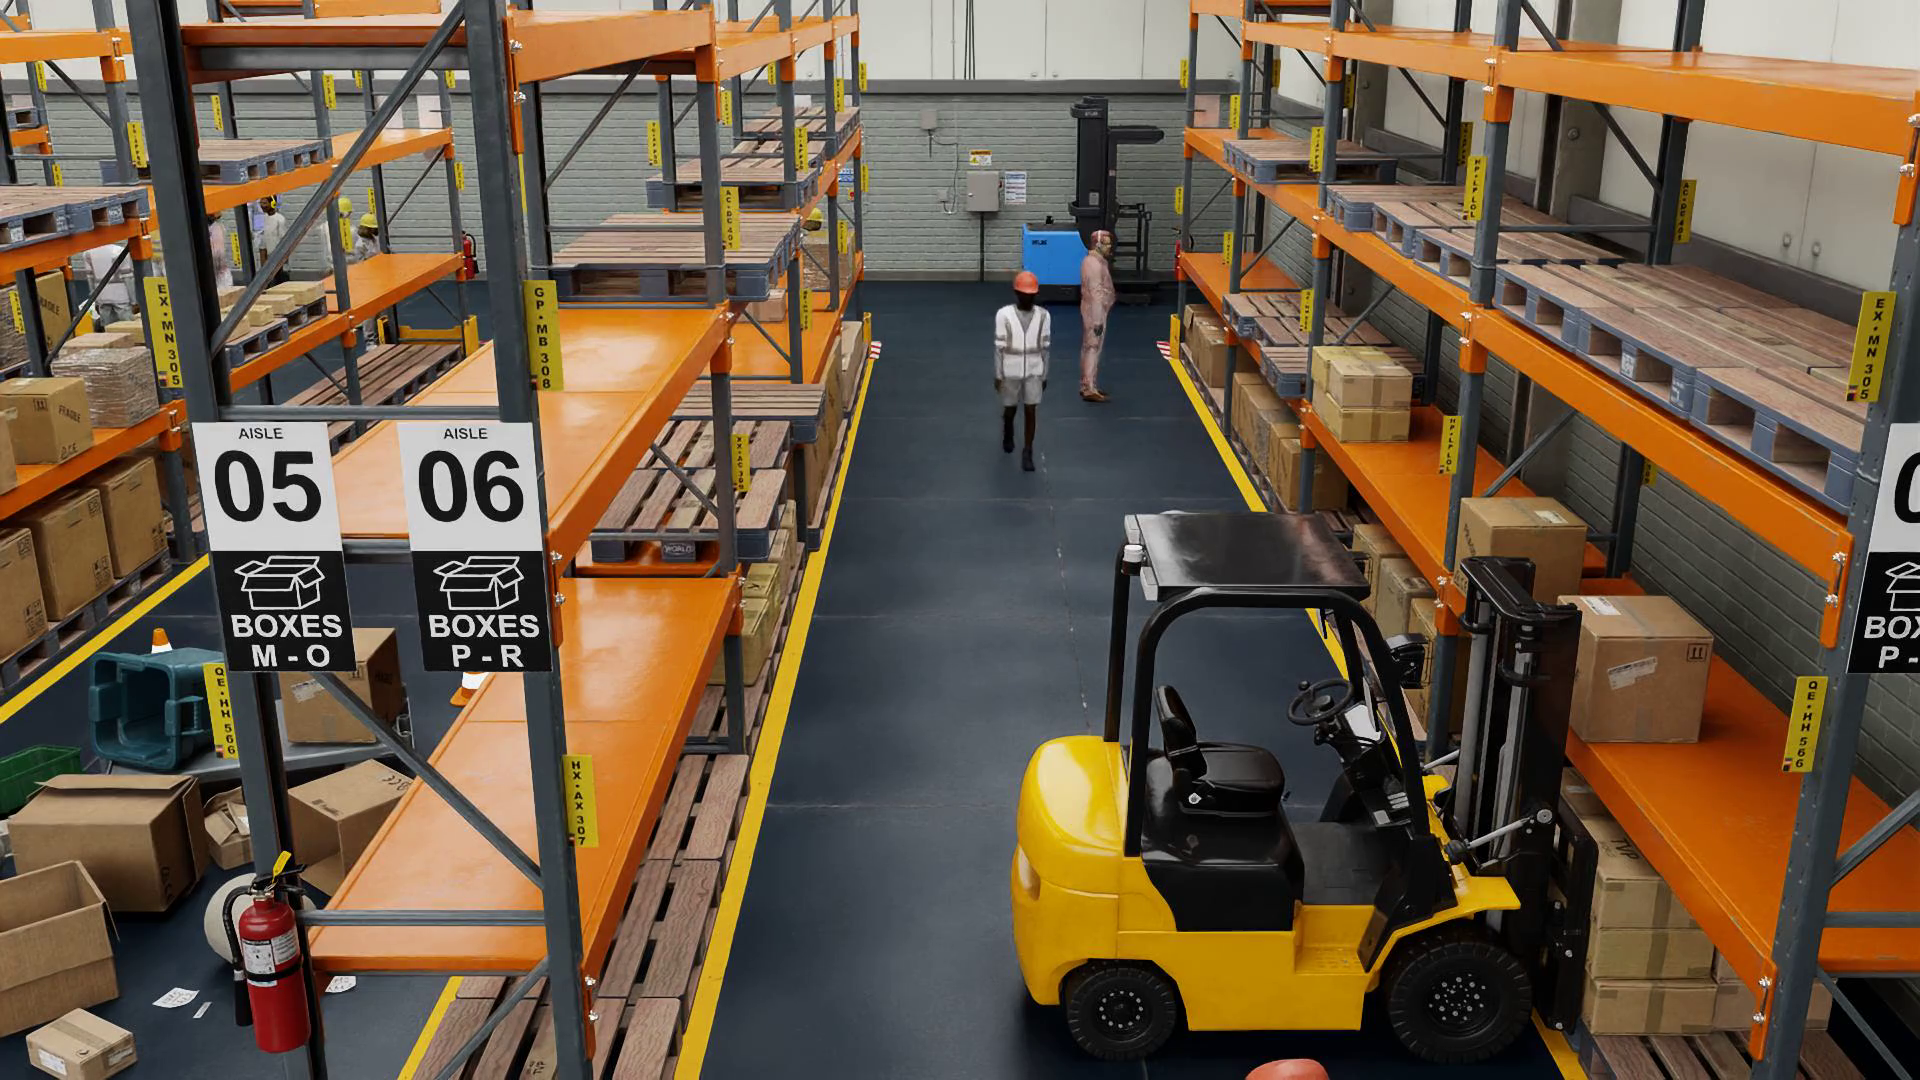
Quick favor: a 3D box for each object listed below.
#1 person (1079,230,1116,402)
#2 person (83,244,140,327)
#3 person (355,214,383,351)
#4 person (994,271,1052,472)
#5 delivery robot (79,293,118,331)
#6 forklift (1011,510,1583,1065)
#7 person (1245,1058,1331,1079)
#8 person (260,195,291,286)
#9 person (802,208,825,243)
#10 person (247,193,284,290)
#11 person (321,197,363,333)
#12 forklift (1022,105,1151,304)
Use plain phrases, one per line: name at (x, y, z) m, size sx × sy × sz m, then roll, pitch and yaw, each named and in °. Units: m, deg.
person at (1.538, -2.508, 18.601) m, size 0.403 × 1.906 × 0.652 m, roll -1°, pitch 18°, yaw -2°
person at (-9.963, -2.851, 19.611) m, size 0.547 × 1.929 × 0.386 m, roll 2°, pitch 18°, yaw 5°
person at (-7.466, -3.281, 21.203) m, size 0.321 × 1.737 × 0.492 m, roll 3°, pitch 19°, yaw 10°
person at (0.591, -1.640, 15.946) m, size 0.561 × 1.925 × 0.599 m, roll -2°, pitch 18°, yaw -7°
delivery robot at (-11.561, -3.065, 22.256) m, size 0.477 × 0.478 × 0.707 m, roll 1°, pitch 18°, yaw 4°
forklift at (1.387, 1.055, 7.378) m, size 2.313 × 2.155 × 1.214 m, roll 0°, pitch 18°, yaw 0°
person at (0.764, 2.188, 4.187) m, size 0.376 × 2.042 × 0.615 m, roll -9°, pitch 20°, yaw -25°
person at (-9.265, -3.804, 22.600) m, size 0.508 × 1.862 × 0.326 m, roll 16°, pitch 24°, yaw 40°
person at (-1.910, -3.477, 21.806) m, size 0.325 × 1.732 × 0.489 m, roll -1°, pitch 18°, yaw -3°
person at (-10.676, -4.829, 25.570) m, size 0.547 × 1.938 × 0.359 m, roll -13°, pitch 22°, yaw -34°
person at (-8.186, -3.660, 22.223) m, size 0.619 × 1.815 × 0.433 m, roll 7°, pitch 20°, yaw 21°
forklift at (1.857, -4.944, 24.441) m, size 1.873 × 2.768 × 1.129 m, roll 0°, pitch 18°, yaw 0°
